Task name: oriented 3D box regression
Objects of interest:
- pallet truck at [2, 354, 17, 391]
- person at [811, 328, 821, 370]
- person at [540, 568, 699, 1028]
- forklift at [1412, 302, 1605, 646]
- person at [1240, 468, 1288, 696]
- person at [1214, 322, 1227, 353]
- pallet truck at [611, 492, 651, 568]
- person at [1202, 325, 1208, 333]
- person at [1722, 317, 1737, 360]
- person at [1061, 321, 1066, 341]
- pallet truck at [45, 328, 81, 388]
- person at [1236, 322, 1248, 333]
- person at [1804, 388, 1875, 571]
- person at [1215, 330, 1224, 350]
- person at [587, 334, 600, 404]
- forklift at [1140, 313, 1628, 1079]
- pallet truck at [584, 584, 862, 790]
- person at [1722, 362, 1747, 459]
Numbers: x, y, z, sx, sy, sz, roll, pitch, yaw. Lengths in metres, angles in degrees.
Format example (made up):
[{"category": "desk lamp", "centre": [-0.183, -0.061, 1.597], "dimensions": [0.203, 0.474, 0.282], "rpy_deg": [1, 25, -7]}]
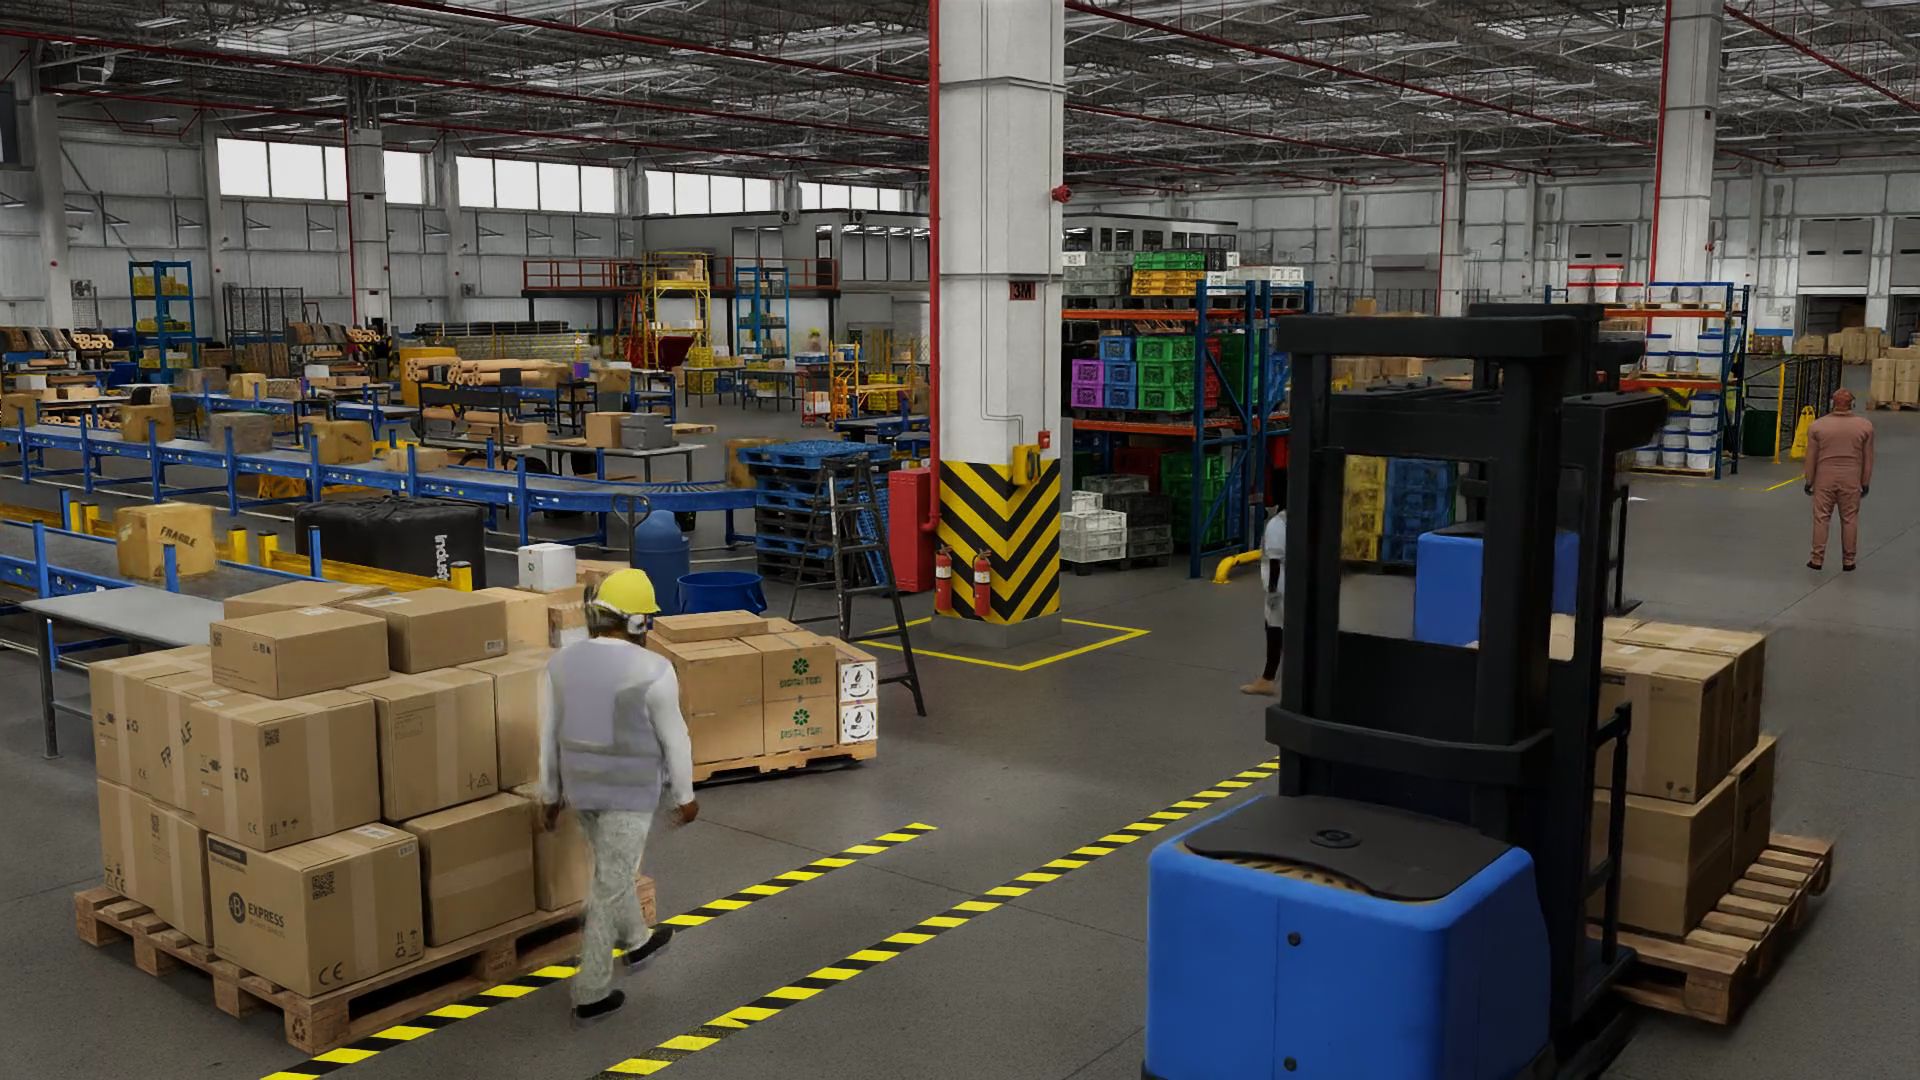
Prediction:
[{"category": "pallet truck", "centre": [-24.881, -4.417, 42.634], "dimensions": [1.885, 1.965, 0.823], "rpy_deg": [8, 11, 41]}, {"category": "person", "centre": [-4.786, -6.154, 55.137], "dimensions": [0.578, 1.750, 0.539], "rpy_deg": [3, 9, 17]}, {"category": "person", "centre": [-1.359, 1.002, 6.811], "dimensions": [0.597, 1.783, 0.884], "rpy_deg": [4, 9, 26]}, {"category": "forklift", "centre": [4.379, -0.438, 12.852], "dimensions": [1.129, 2.768, 1.873], "rpy_deg": [7, 11, 37]}, {"category": "person", "centre": [2.351, 0.327, 11.748], "dimensions": [0.695, 1.676, 0.539], "rpy_deg": [5, 10, 29]}, {"category": "person", "centre": [8.272, -5.953, 52.846], "dimensions": [0.701, 2.000, 0.989], "rpy_deg": [-8, 11, -42]}, {"category": "pallet truck", "centre": [-3.115, 0.344, 12.883], "dimensions": [0.653, 1.274, 1.630], "rpy_deg": [7, 11, 37]}, {"category": "person", "centre": [8.693, -7.033, 60.128], "dimensions": [0.395, 2.040, 0.609], "rpy_deg": [8, 12, 43]}, {"category": "person", "centre": [33.469, -8.756, 72.229], "dimensions": [0.611, 1.884, 0.924], "rpy_deg": [-3, 9, -19]}, {"category": "person", "centre": [3.613, -7.068, 60.747], "dimensions": [0.594, 1.924, 0.374], "rpy_deg": [-3, 9, -17]}, {"category": "pallet truck", "centre": [-23.775, -4.544, 43.495], "dimensions": [1.885, 1.965, 0.823], "rpy_deg": [6, 10, 35]}, {"category": "person", "centre": [10.428, -7.119, 61.181], "dimensions": [0.654, 1.904, 0.813], "rpy_deg": [-1, 9, -9]}, {"category": "person", "centre": [9.172, -0.626, 17.389], "dimensions": [0.643, 1.909, 0.410], "rpy_deg": [3, 9, 20]}, {"category": "person", "centre": [6.745, -4.525, 43.565], "dimensions": [0.547, 1.938, 0.377], "rpy_deg": [-8, 11, -42]}, {"category": "person", "centre": [-9.556, -4.444, 43.325], "dimensions": [0.436, 1.845, 0.535], "rpy_deg": [-5, 10, -30]}, {"category": "forklift", "centre": [1.548, 0.610, 5.785], "dimensions": [1.129, 2.768, 1.873], "rpy_deg": [7, 11, 37]}, {"category": "pallet truck", "centre": [-1.426, 0.805, 10.019], "dimensions": [1.601, 1.201, 0.680], "rpy_deg": [-4, 9, -26]}, {"category": "person", "centre": [13.593, -2.273, 29.189], "dimensions": [0.321, 1.697, 0.530], "rpy_deg": [-1, 9, -9]}]
